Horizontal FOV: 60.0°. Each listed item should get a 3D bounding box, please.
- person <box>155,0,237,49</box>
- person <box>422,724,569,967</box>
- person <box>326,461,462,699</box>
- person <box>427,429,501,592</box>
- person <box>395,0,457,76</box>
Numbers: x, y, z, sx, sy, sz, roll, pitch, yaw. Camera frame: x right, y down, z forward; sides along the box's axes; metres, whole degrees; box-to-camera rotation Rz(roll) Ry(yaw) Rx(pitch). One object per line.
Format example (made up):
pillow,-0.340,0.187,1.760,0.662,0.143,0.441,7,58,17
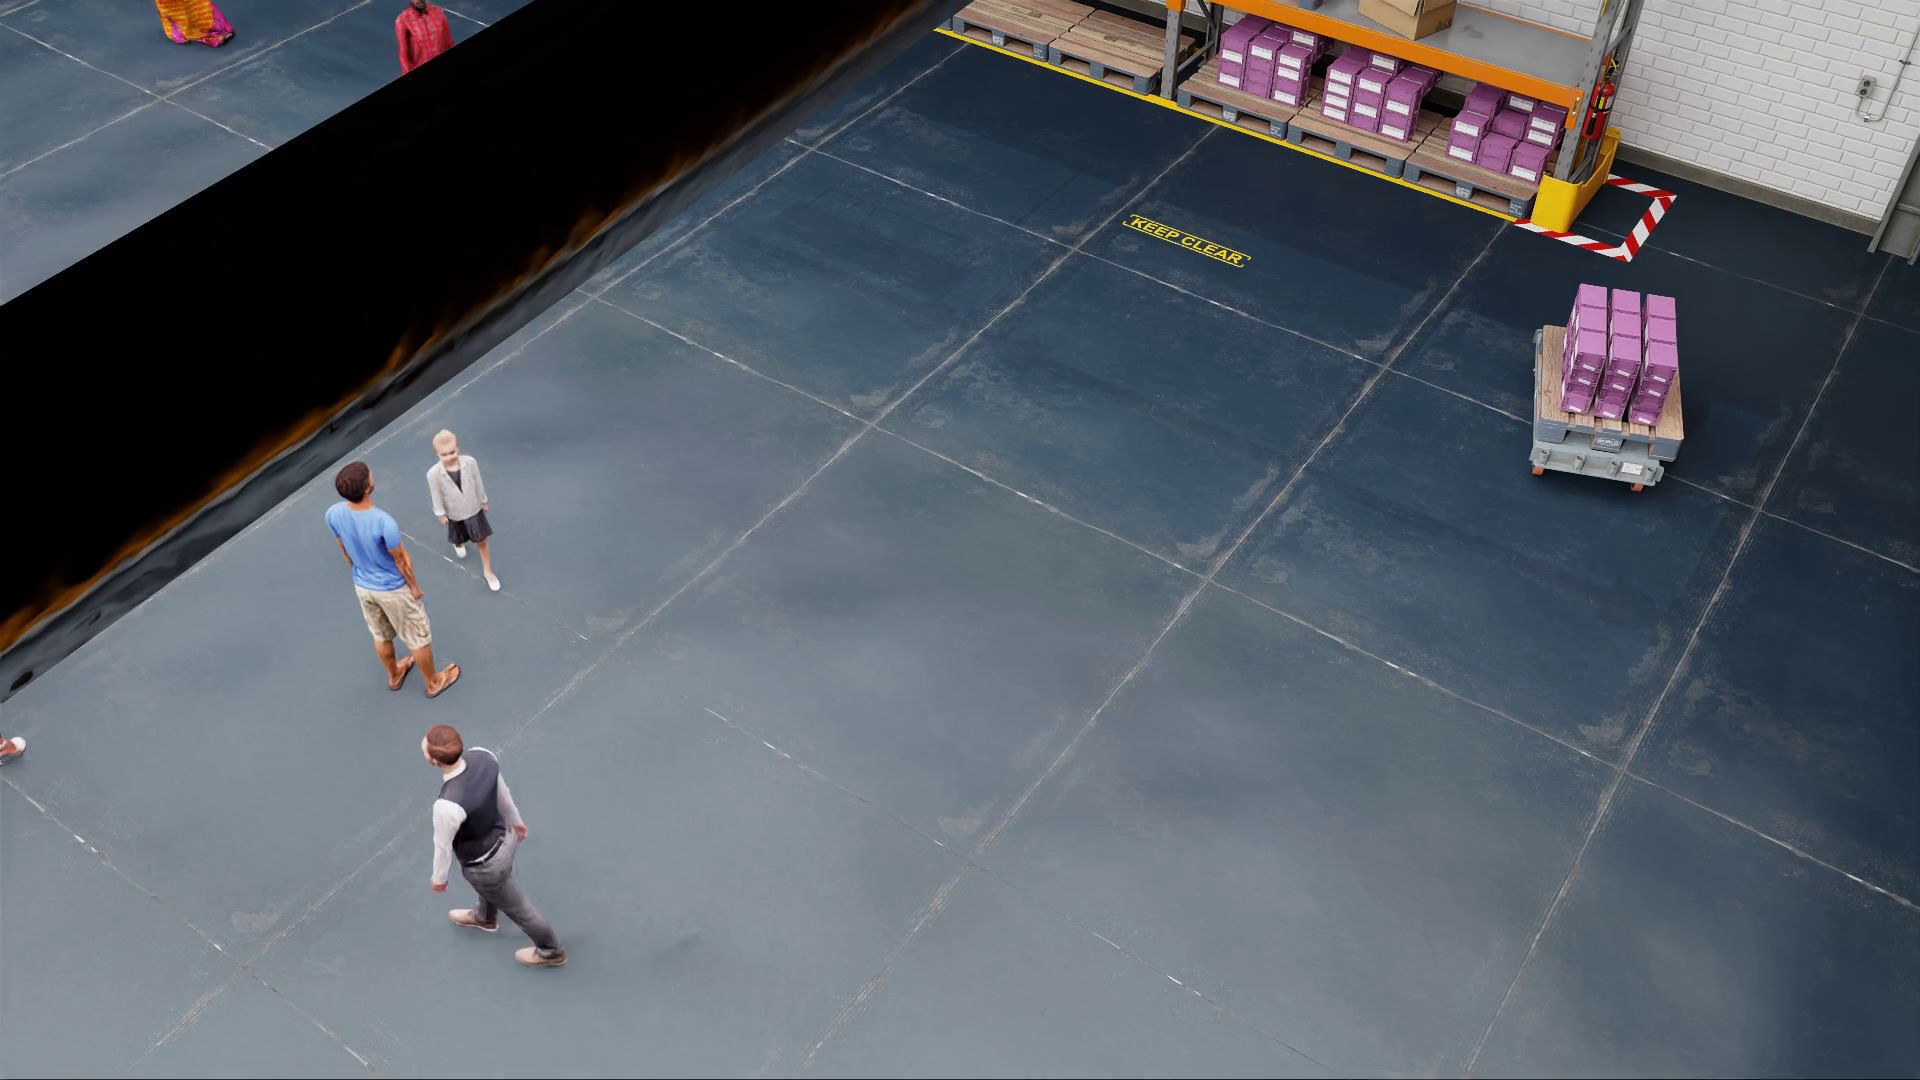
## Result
person,-8.163,-5.852,17.078,1.179,1.640,0.799,18,46,18
person,-2.444,1.693,8.960,1.122,1.913,0.936,5,44,5
person,-3.634,0.266,10.495,0.613,1.862,0.778,13,45,13
person,-3.447,-0.250,11.472,0.736,1.262,0.878,-19,47,-19
person,-4.907,-4.328,15.359,0.822,1.805,0.950,-30,51,-28
